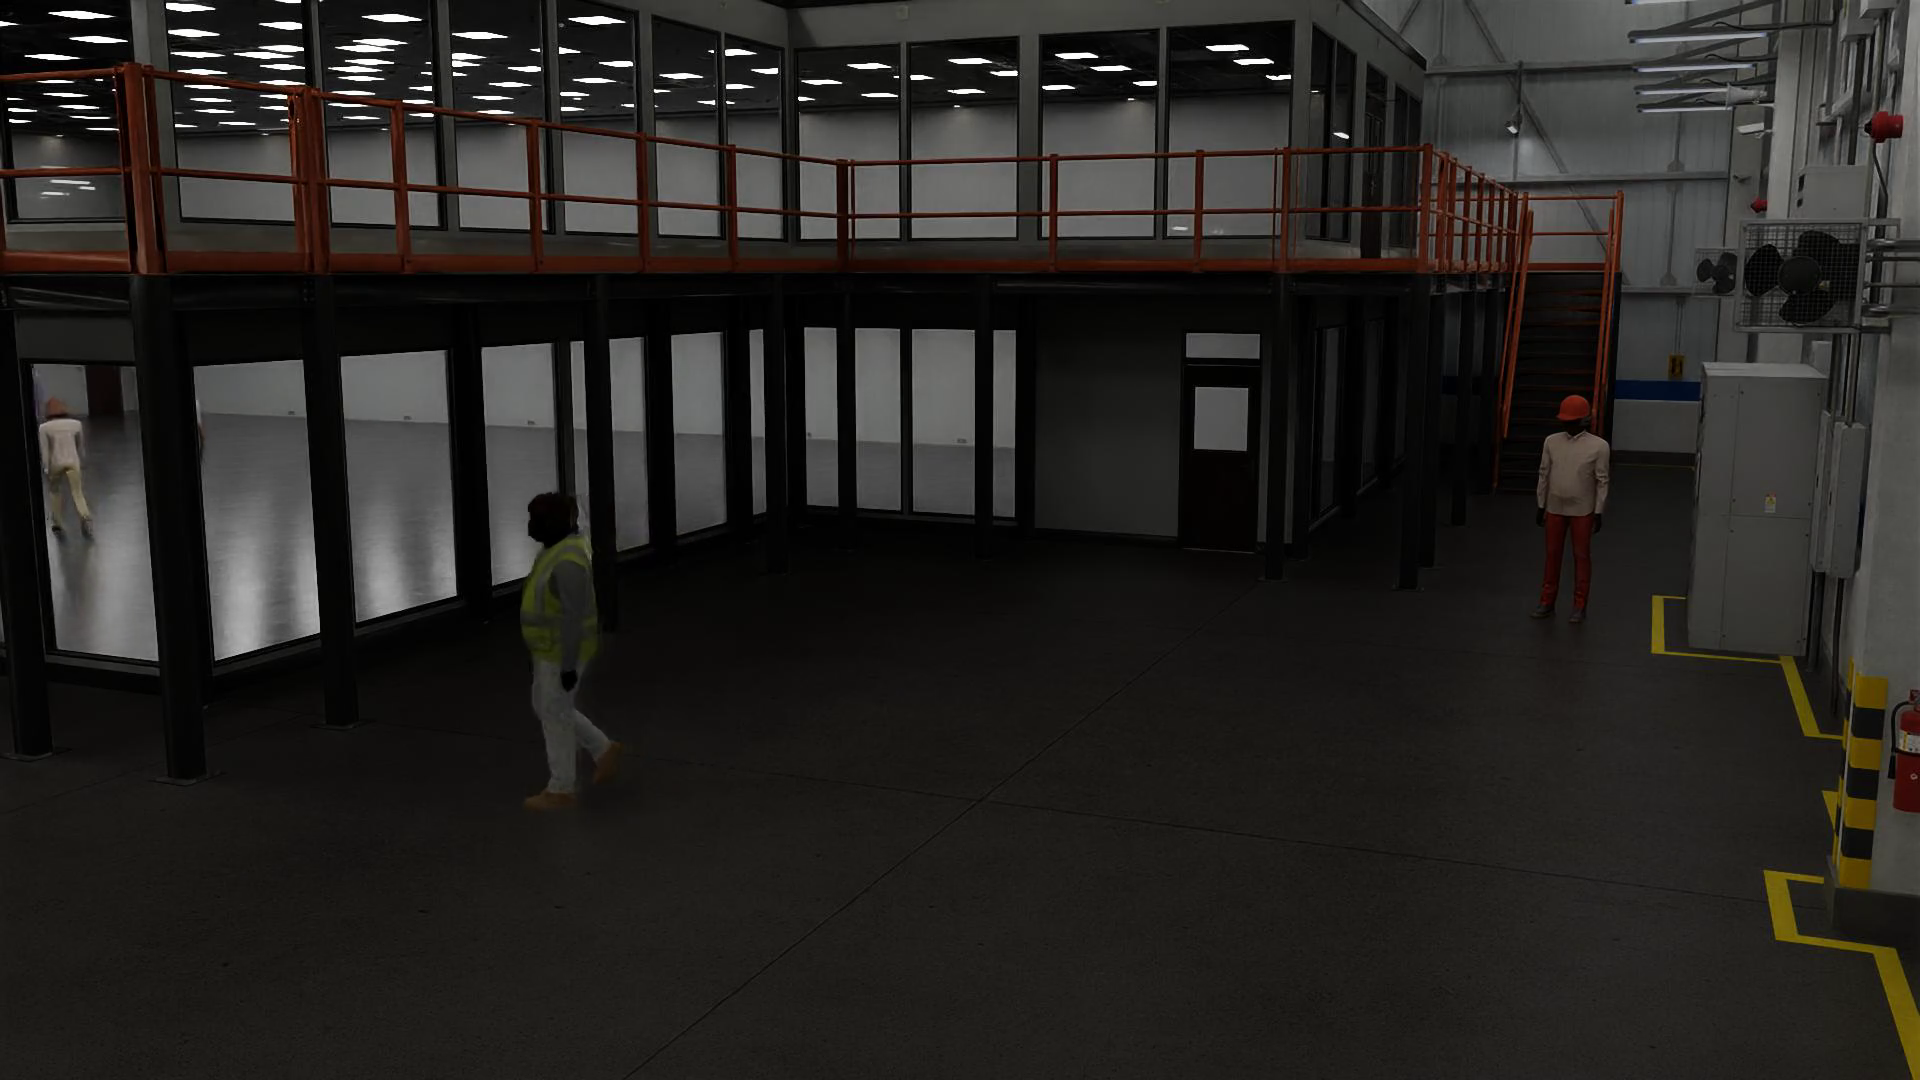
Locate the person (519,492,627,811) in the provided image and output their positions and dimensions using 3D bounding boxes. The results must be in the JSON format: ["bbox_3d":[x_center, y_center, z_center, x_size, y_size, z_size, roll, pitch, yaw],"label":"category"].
[{"bbox_3d":[-2.233,0.624,9.454,0.515,1.825,0.644,-3,10,-18],"label":"person"}]

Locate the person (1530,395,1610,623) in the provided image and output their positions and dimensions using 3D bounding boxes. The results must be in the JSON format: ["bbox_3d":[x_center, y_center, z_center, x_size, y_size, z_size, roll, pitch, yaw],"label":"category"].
[{"bbox_3d":[5.308,-0.269,14.484,0.611,1.985,0.394,8,12,41],"label":"person"}]
